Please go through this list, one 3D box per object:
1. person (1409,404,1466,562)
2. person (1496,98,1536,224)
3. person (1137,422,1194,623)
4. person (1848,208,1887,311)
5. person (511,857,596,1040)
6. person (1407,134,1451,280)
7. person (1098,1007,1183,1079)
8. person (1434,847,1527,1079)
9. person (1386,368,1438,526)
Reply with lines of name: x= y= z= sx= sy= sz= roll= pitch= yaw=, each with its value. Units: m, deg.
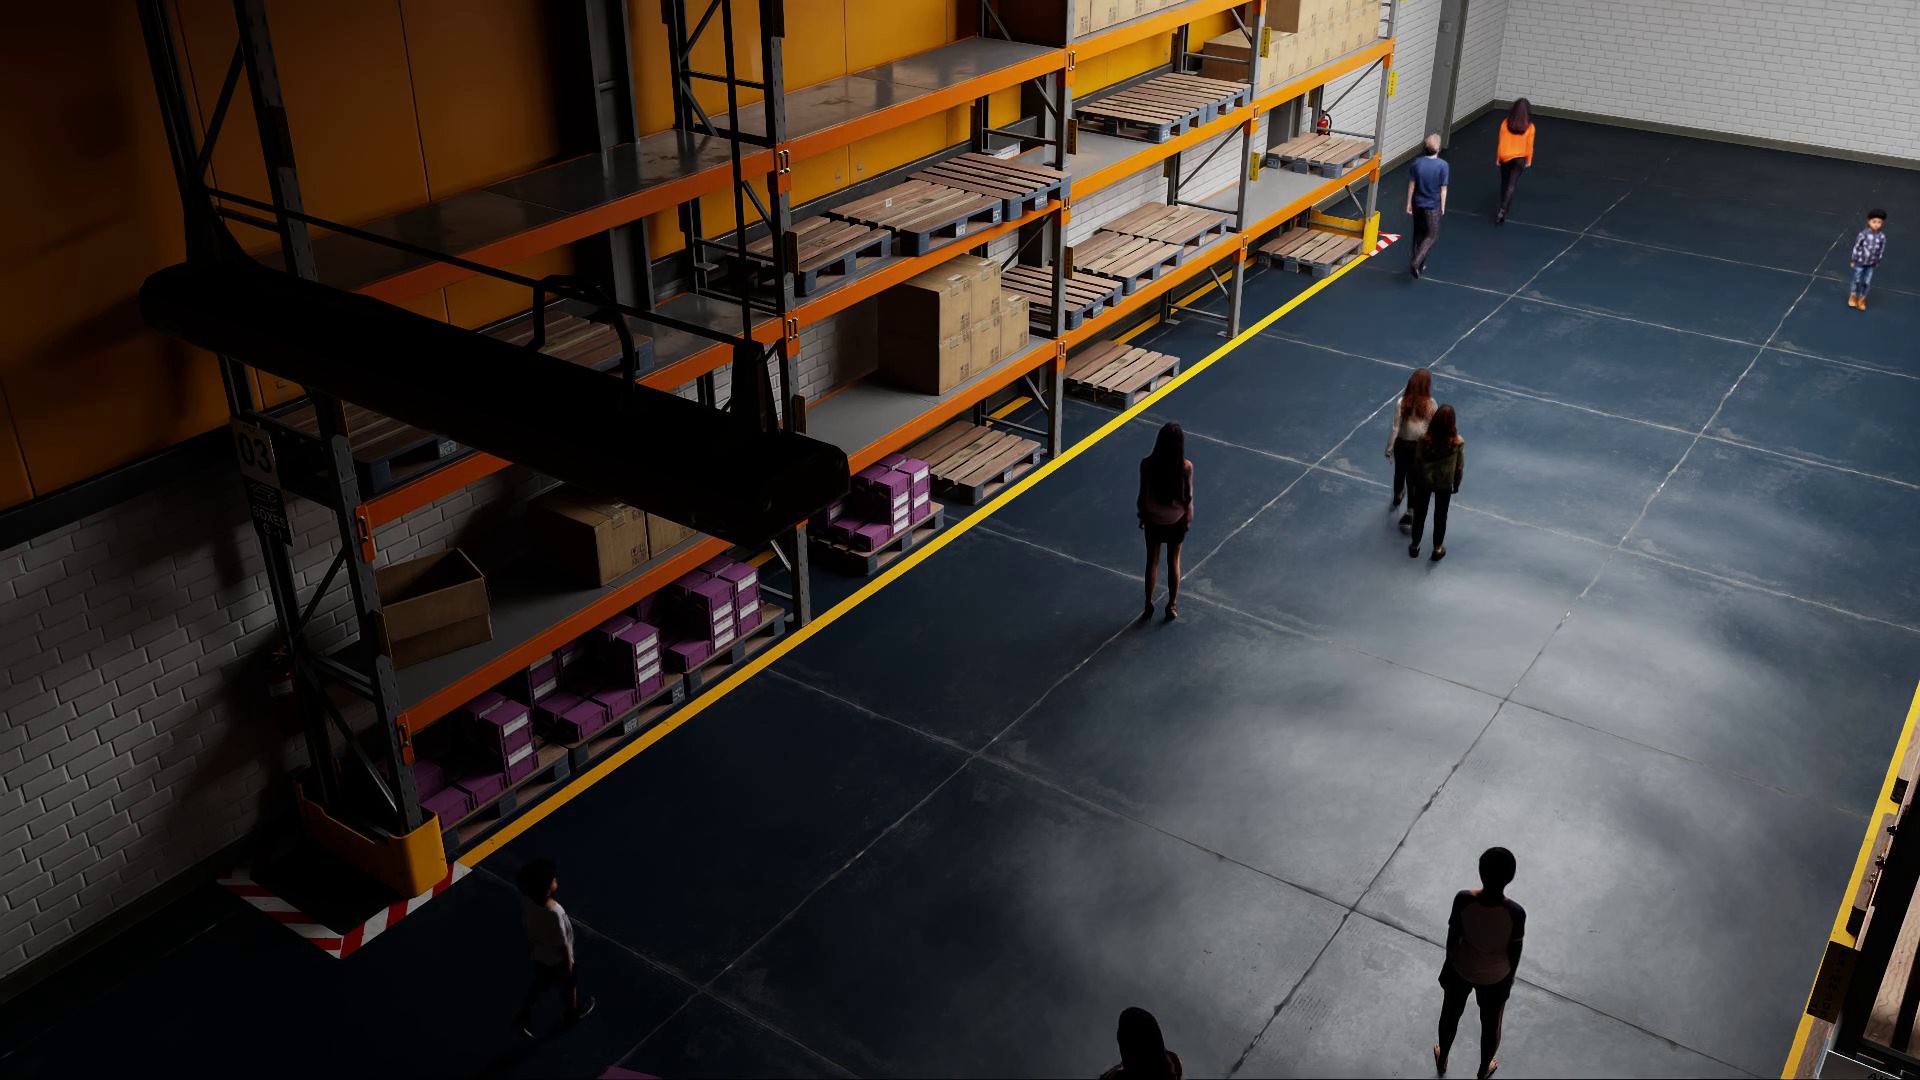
person: x=4.231 y=-0.520 z=14.811 sx=0.635 sy=1.475 sz=0.579 roll=10 pitch=30 yaw=17
person: x=7.720 y=-5.265 z=23.275 sx=0.699 sy=1.699 sz=1.113 roll=15 pitch=32 yaw=25
person: x=1.697 y=-0.137 z=13.756 sx=0.690 sy=1.812 sz=0.671 roll=5 pitch=29 yaw=9
person: x=11.142 y=-3.474 z=20.473 sx=0.587 sy=1.238 sz=0.657 roll=9 pitch=30 yaw=16
person: x=-2.428 y=2.403 z=9.687 sx=0.503 sy=1.250 sz=0.769 roll=21 pitch=35 yaw=33
person: x=5.920 y=-4.204 z=21.168 sx=0.648 sy=1.854 sz=0.948 roll=18 pitch=33 yaw=29
person: x=0.903 y=3.029 z=8.066 sx=0.721 sy=1.704 sz=0.842 roll=-19 pitch=34 yaw=-31
person: x=2.935 y=2.389 z=9.381 sx=0.598 sy=1.567 sz=0.575 roll=13 pitch=31 yaw=22
person: x=4.184 y=-0.824 z=15.391 sx=0.843 sy=1.453 sz=1.086 roll=4 pitch=29 yaw=7
